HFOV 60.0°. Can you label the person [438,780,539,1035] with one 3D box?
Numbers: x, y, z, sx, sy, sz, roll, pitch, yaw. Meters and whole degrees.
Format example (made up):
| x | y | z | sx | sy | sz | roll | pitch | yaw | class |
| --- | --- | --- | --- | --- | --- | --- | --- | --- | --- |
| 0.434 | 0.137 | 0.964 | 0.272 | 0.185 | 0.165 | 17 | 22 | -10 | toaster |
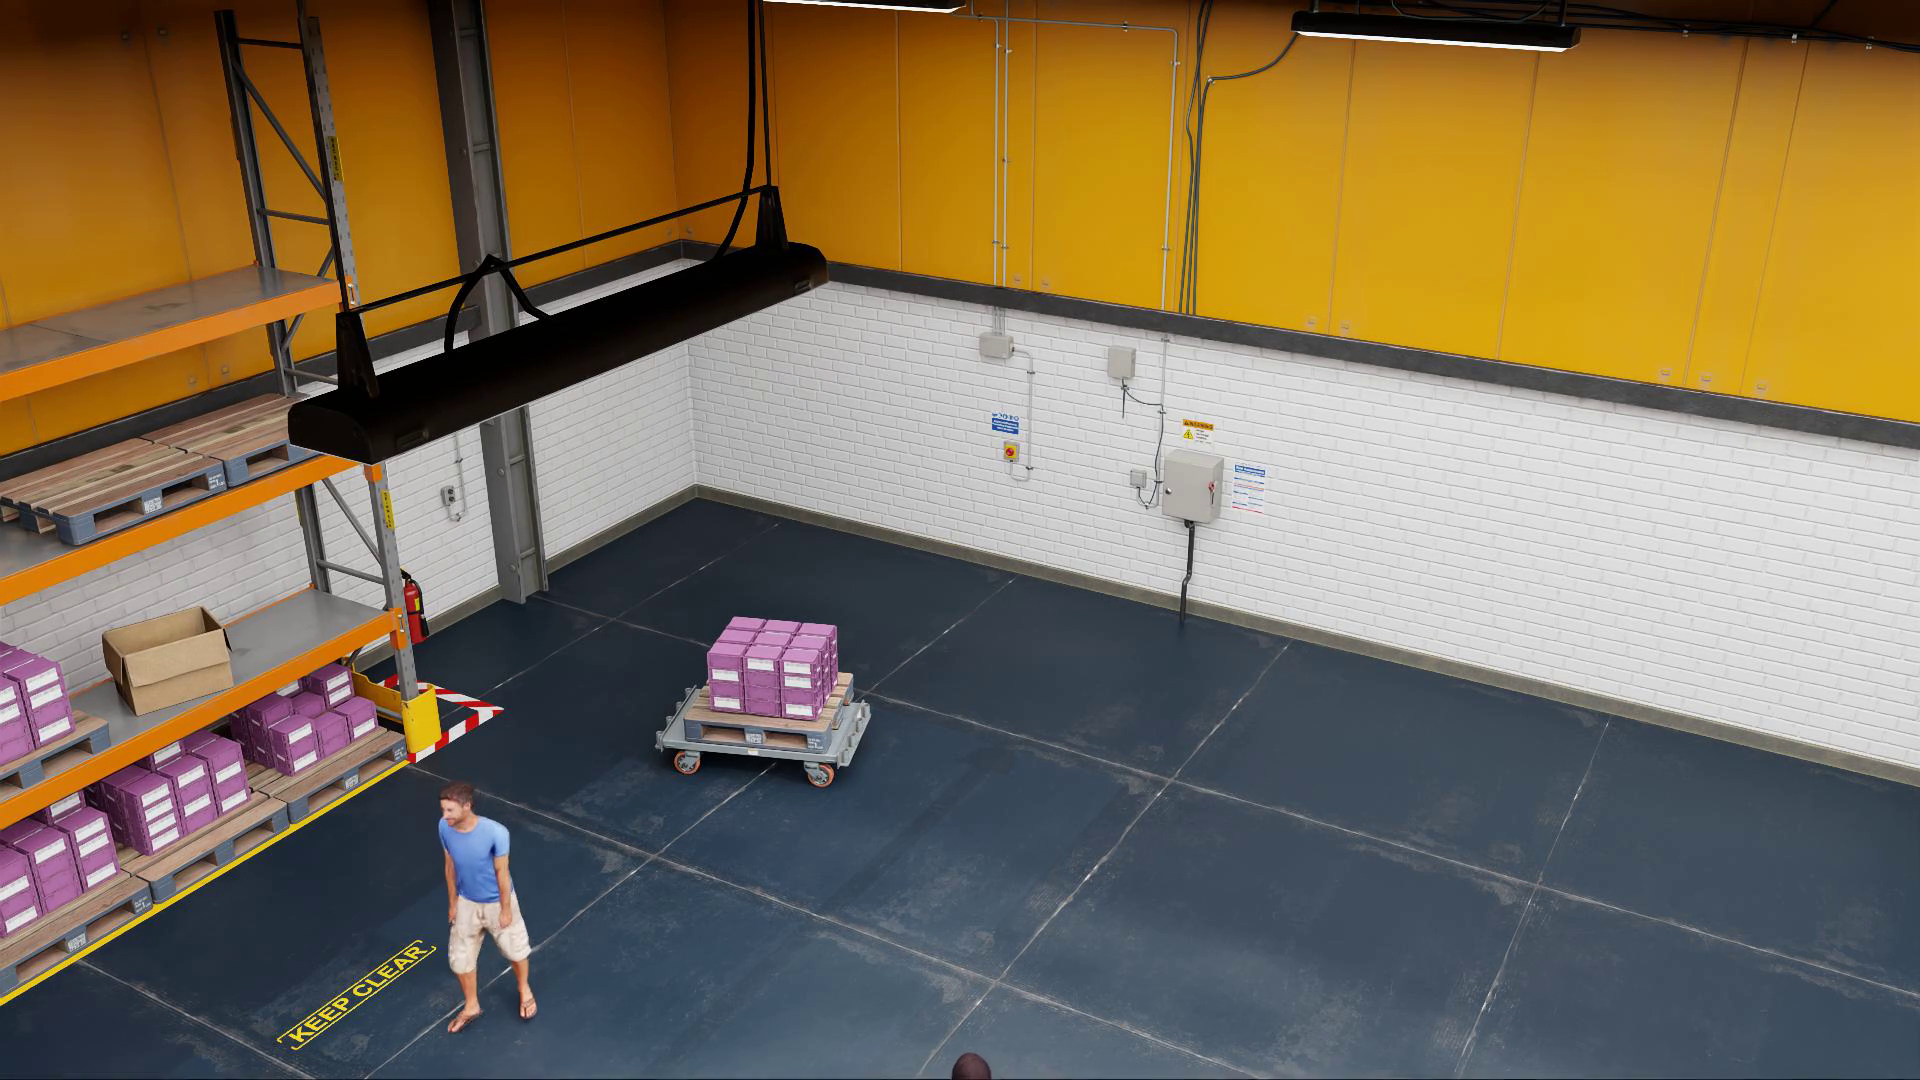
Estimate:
| x | y | z | sx | sy | sz | roll | pitch | yaw | class |
| --- | --- | --- | --- | --- | --- | --- | --- | --- | --- |
| -3.045 | 2.298 | 10.761 | 0.793 | 1.841 | 0.879 | 2 | 24 | 4 | person |
